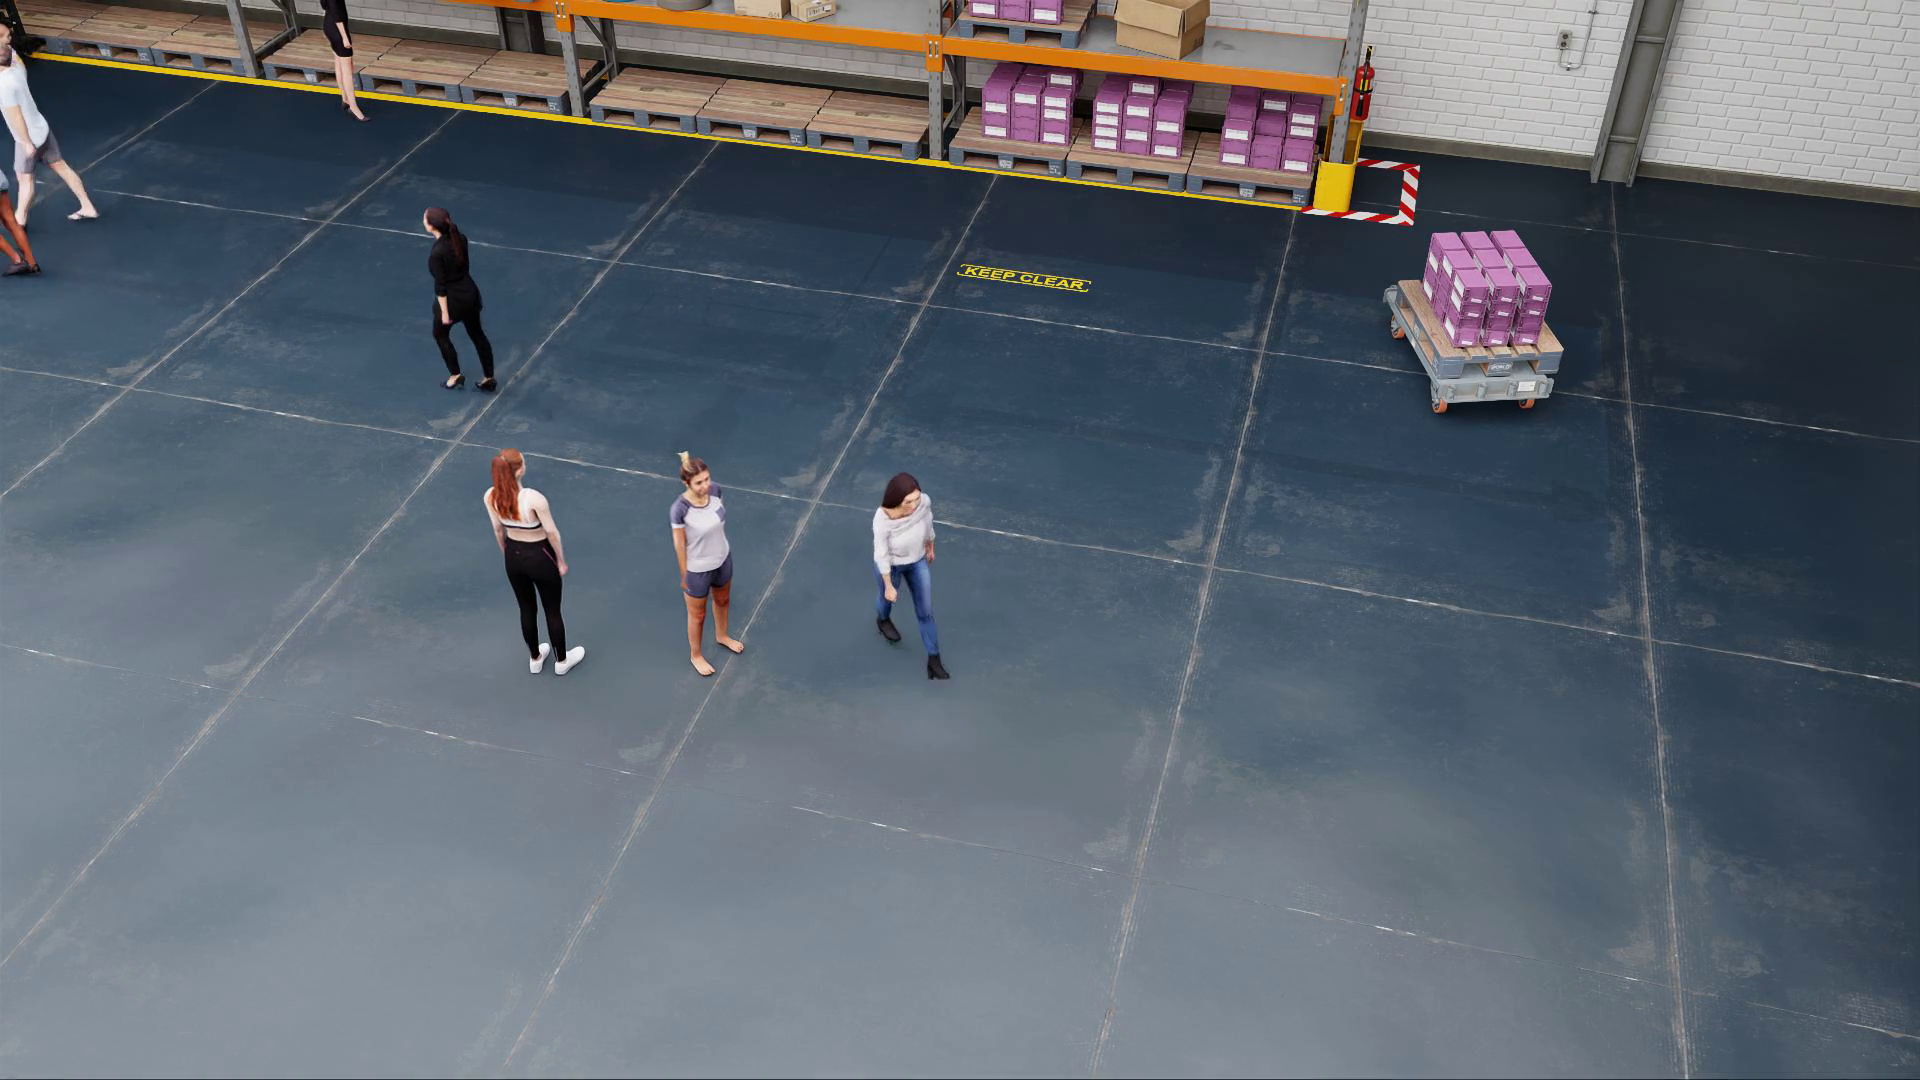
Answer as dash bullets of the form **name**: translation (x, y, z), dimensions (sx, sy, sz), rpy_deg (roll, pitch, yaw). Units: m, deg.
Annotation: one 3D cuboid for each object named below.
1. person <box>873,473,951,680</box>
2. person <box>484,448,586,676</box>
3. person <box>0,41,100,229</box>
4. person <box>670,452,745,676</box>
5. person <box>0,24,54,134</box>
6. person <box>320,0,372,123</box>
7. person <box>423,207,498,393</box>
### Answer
- **person**: translation (-0.431, 0.145, 10.763), dimensions (1.078, 1.565, 1.143), rpy_deg (-23, 44, -26)
- **person**: translation (-2.744, 0.151, 10.616), dimensions (0.448, 1.740, 0.640), rpy_deg (9, 40, 11)
- **person**: translation (-8.525, -3.746, 15.453), dimensions (1.213, 1.793, 0.978), rpy_deg (-5, 39, -7)
- **person**: translation (-1.645, 0.137, 10.726), dimensions (0.640, 1.624, 0.649), rpy_deg (28, 46, 30)
- **person**: translation (-9.663, -4.664, 17.017), dimensions (0.642, 1.276, 0.591), rpy_deg (-15, 41, -18)
- **person**: translation (-6.489, -5.275, 17.359), dimensions (0.717, 1.803, 0.654), rpy_deg (-20, 43, -24)
- **person**: translation (-3.918, -1.858, 13.209), dimensions (0.746, 1.642, 0.667), rpy_deg (15, 41, 18)
